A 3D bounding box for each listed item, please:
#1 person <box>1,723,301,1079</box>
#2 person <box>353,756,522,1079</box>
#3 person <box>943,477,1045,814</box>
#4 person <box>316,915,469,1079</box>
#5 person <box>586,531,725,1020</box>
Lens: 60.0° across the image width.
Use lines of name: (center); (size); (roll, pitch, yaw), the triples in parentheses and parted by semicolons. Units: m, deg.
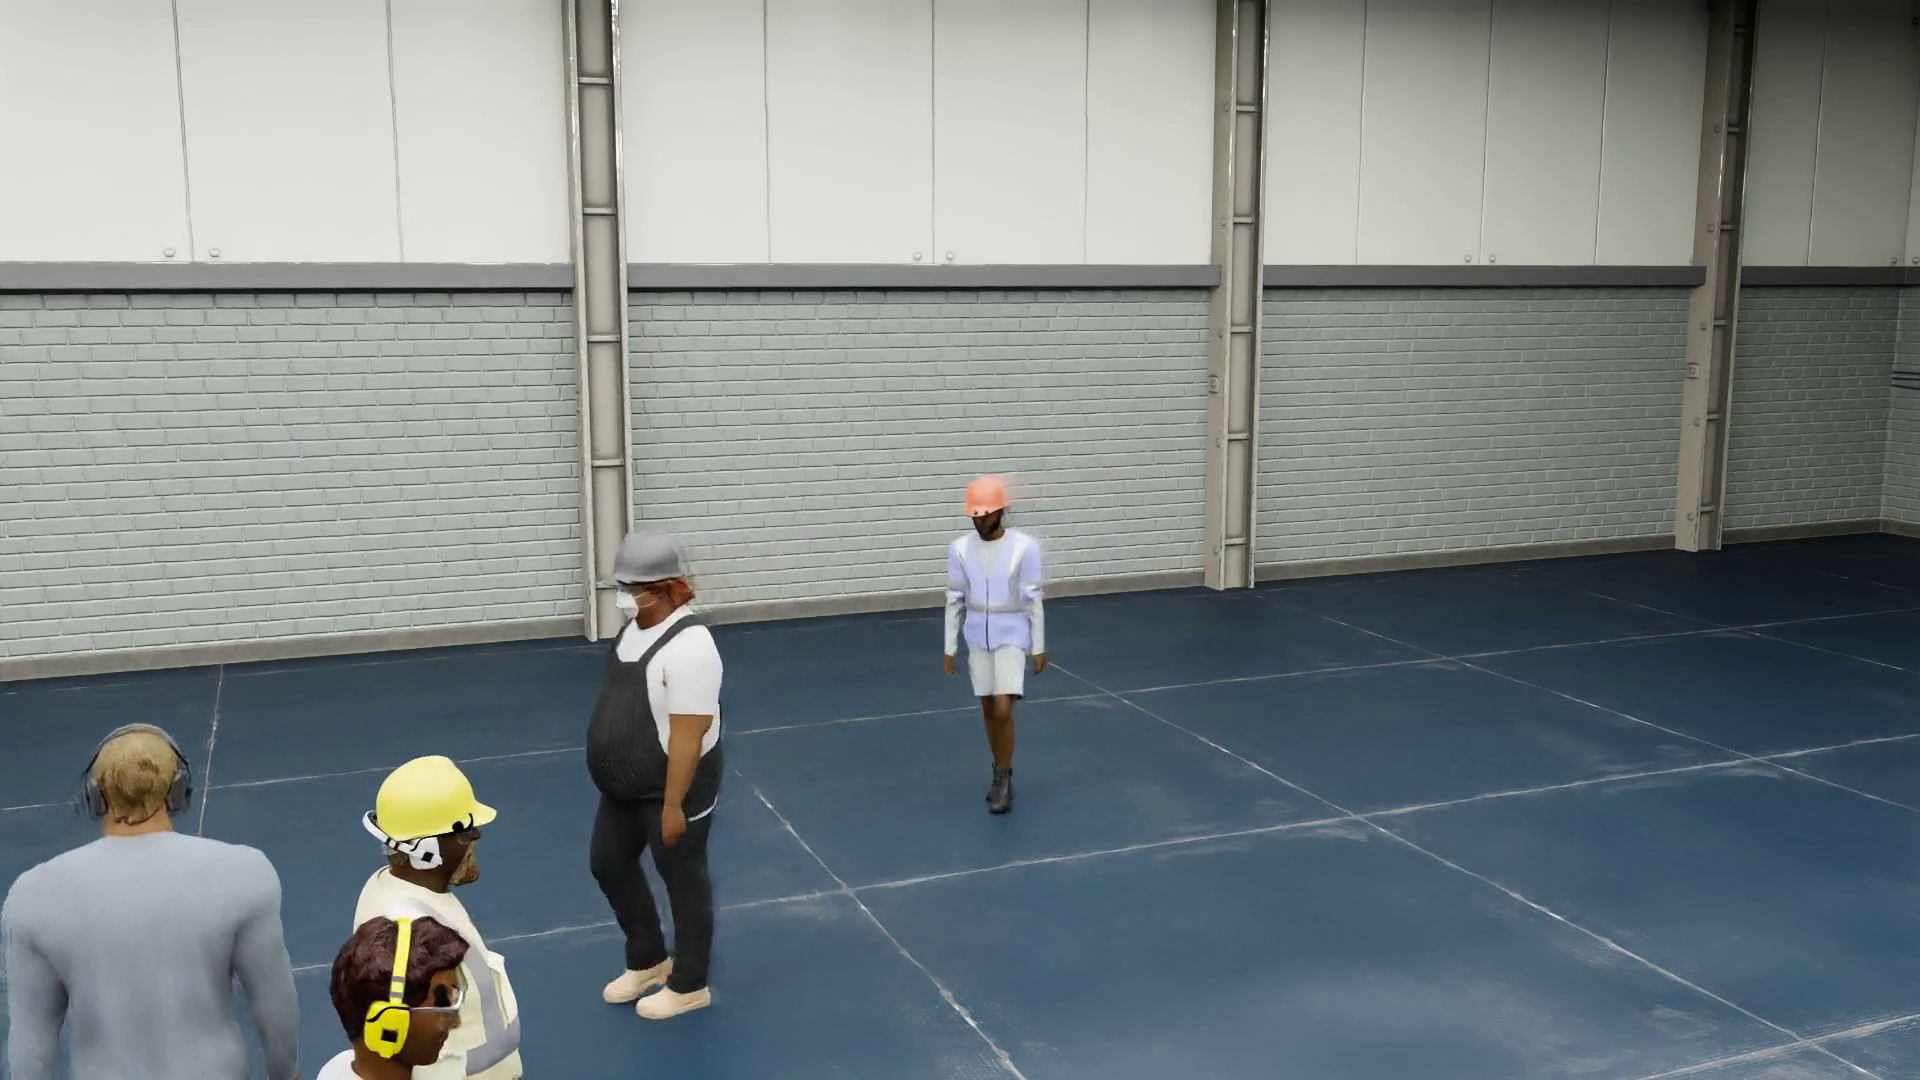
person: (-2.040, 1.402, 4.294); (0.651, 1.918, 0.507); (-2, 9, -14)
person: (-1.331, 1.448, 4.271); (0.403, 1.835, 0.588); (-5, 10, -27)
person: (0.161, 0.591, 9.411); (0.560, 1.906, 0.685); (4, 10, 23)
person: (-1.052, 1.612, 3.153); (0.327, 1.865, 0.518); (-5, 10, -27)
person: (-1.256, 0.954, 6.729); (0.581, 2.000, 0.712); (-6, 11, -33)
